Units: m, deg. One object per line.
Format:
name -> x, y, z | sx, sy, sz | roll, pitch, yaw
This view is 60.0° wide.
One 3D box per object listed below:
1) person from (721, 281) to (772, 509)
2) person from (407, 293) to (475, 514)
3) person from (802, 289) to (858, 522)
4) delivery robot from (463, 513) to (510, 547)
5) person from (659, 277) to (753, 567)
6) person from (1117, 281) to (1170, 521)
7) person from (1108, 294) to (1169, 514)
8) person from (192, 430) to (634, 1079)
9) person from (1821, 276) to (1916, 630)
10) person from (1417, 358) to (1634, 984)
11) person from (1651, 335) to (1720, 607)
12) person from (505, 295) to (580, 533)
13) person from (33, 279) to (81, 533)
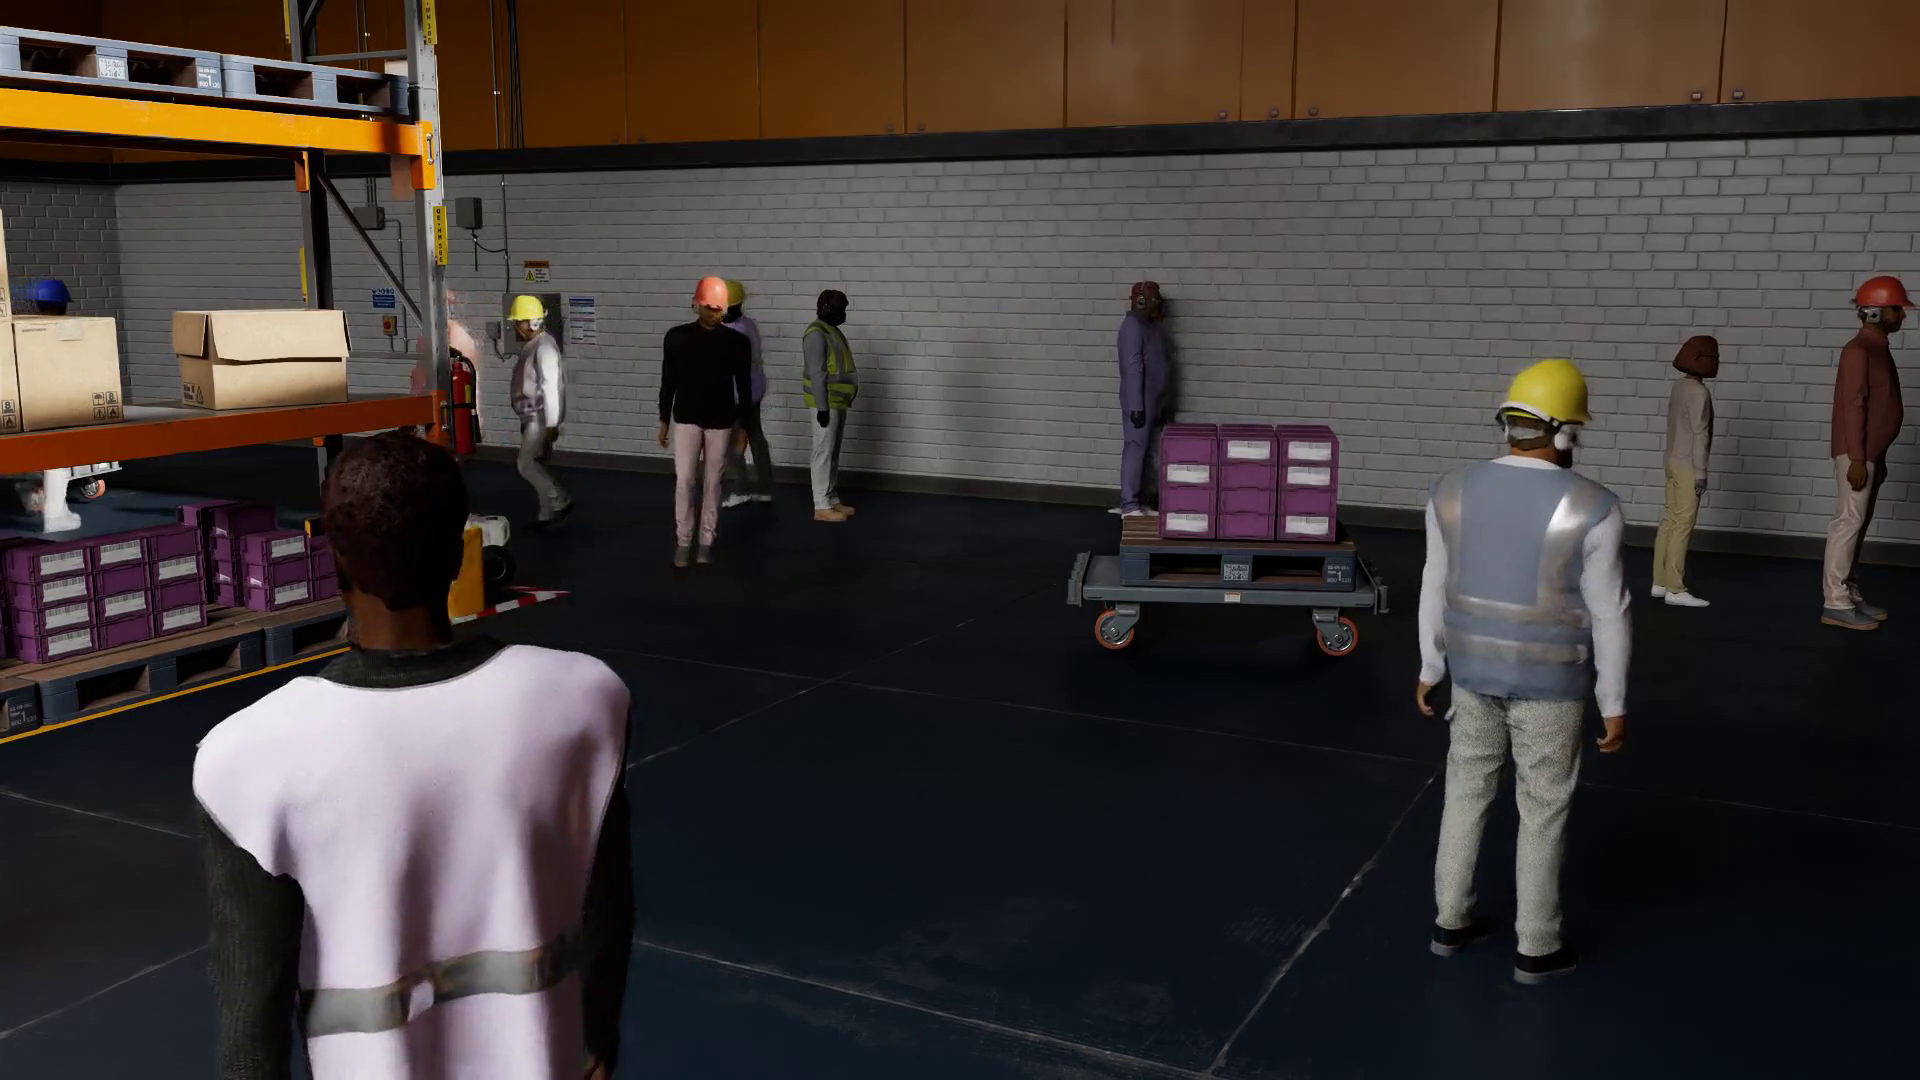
person -> -1.831, -1.206, 13.884 | 0.530, 1.887, 0.689 | -1, 10, -5
person -> -3.785, -0.878, 12.038 | 0.583, 1.876, 0.704 | -7, 12, -34
person -> -1.027, -1.075, 13.296 | 0.429, 1.838, 0.622 | 2, 10, 9
delivery robot -> -3.252, -0.020, 10.618 | 0.707, 0.478, 0.477 | -4, 10, -21
person -> -1.714, -0.786, 11.245 | 0.636, 1.959, 0.655 | -2, 10, -10
person -> 1.452, -1.091, 13.185 | 0.407, 1.905, 0.655 | 2, 10, 12
person -> 1.605, -1.082, 13.353 | 0.770, 1.847, 0.530 | 3, 10, 16
person -> -0.763, 0.781, 2.424 | 0.608, 1.882, 0.931 | -6, 11, -29
person -> 5.167, -0.499, 9.494 | 0.376, 1.997, 0.612 | 8, 12, 38
person -> 1.641, 0.385, 4.869 | 0.619, 1.829, 0.404 | 9, 14, 43
person -> 4.419, -0.423, 10.097 | 0.271, 1.632, 0.503 | 1, 10, 6
person -> -3.183, -0.932, 12.525 | 0.423, 1.813, 0.604 | -4, 11, -21
person -> -6.908, -1.030, 12.763 | 0.643, 1.923, 0.590 | 5, 11, 26
